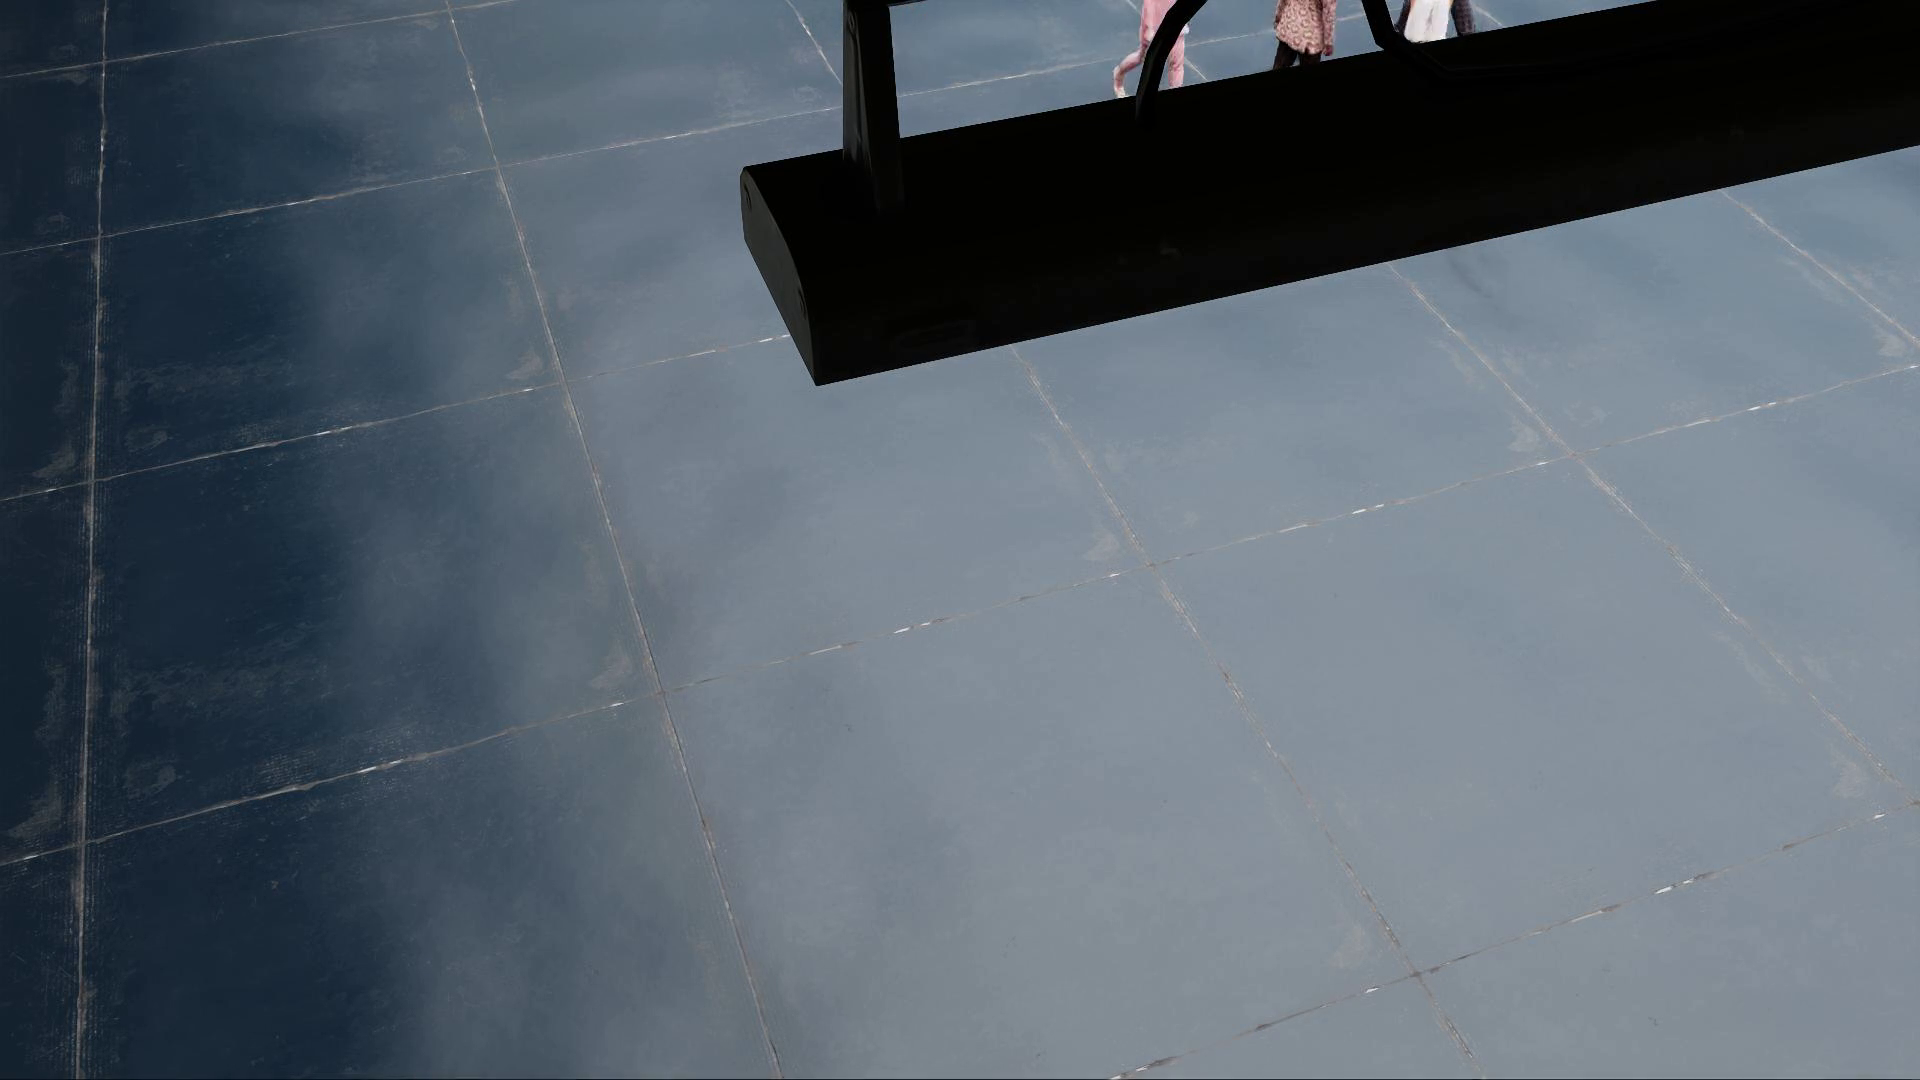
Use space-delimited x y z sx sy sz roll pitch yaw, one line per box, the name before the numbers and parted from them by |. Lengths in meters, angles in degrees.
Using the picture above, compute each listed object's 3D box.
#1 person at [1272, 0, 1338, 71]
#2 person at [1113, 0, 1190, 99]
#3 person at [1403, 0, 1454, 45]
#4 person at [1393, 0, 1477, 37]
person | 2.657 -4.038 13.167 0.997 1.787 0.657 -33 52 -30
person | 1.556 -4.228 13.385 0.907 1.767 1.202 -30 51 -28
person | 3.684 -3.914 13.133 0.786 1.651 0.709 -13 45 -14
person | 4.204 -4.933 14.099 0.846 1.823 1.260 -24 48 -24
